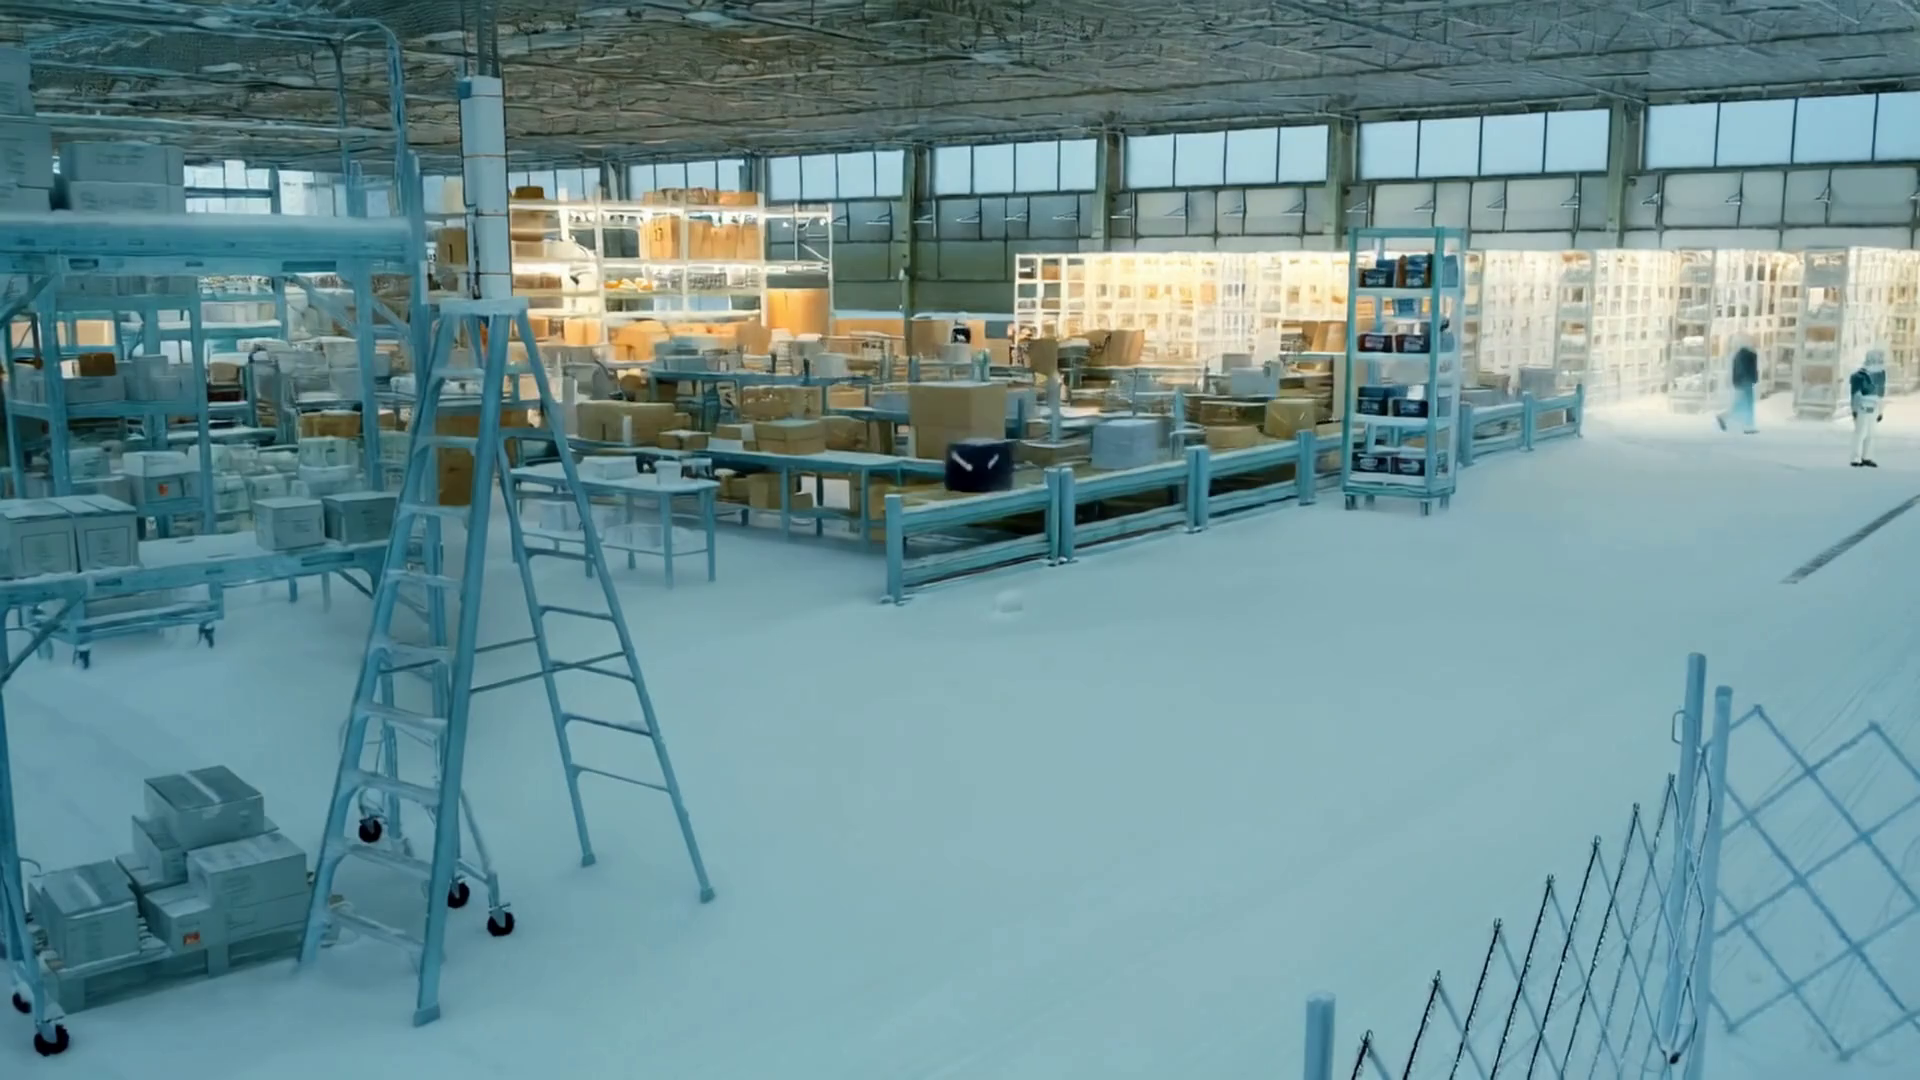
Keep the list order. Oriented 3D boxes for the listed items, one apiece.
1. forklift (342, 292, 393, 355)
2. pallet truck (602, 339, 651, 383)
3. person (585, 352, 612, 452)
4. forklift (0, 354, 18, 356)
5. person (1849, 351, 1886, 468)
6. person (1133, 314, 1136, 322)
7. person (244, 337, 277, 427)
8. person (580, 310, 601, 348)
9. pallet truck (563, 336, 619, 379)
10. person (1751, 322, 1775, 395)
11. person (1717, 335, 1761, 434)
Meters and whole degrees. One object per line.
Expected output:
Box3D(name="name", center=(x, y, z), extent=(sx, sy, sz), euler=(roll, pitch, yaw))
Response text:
Box3D(name="forklift", center=(-16.485, -5.622, 45.120), extent=(1.129, 2.768, 1.873), euler=(7, 11, 37))
Box3D(name="pallet truck", center=(-8.991, -4.871, 45.351), extent=(0.653, 1.274, 1.630), euler=(7, 11, 37))
Box3D(name="person", center=(-6.089, -2.305, 28.022), extent=(0.906, 1.722, 0.540), euler=(-6, 11, -34))
Box3D(name="forklift", center=(-34.554, -7.785, 58.617), extent=(1.129, 2.768, 1.873), euler=(7, 11, 37))
Box3D(name="person", center=(14.198, -2.033, 25.976), extent=(0.591, 1.833, 0.404), euler=(-3, 10, -19))
Box3D(name="person", center=(5.583, -6.320, 52.272), extent=(0.558, 1.981, 0.620), euler=(3, 10, 18))
Box3D(name="person", center=(-13.675, -3.060, 32.520), extent=(0.589, 1.796, 0.896), euler=(7, 11, 37))
Box3D(name="person", center=(-11.241, -6.023, 50.607), extent=(0.622, 1.931, 0.388), euler=(0, 9, -2))
Box3D(name="pallet truck", center=(-10.690, -5.294, 48.215), extent=(1.601, 1.201, 0.680), euler=(-5, 10, -26))
Box3D(name="person", center=(19.934, -4.494, 41.379), extent=(0.633, 1.836, 0.419), euler=(8, 12, 42))
Box3D(name="person", center=(14.918, -2.978, 31.748), extent=(0.647, 1.884, 0.836), euler=(-9, 13, -44))
